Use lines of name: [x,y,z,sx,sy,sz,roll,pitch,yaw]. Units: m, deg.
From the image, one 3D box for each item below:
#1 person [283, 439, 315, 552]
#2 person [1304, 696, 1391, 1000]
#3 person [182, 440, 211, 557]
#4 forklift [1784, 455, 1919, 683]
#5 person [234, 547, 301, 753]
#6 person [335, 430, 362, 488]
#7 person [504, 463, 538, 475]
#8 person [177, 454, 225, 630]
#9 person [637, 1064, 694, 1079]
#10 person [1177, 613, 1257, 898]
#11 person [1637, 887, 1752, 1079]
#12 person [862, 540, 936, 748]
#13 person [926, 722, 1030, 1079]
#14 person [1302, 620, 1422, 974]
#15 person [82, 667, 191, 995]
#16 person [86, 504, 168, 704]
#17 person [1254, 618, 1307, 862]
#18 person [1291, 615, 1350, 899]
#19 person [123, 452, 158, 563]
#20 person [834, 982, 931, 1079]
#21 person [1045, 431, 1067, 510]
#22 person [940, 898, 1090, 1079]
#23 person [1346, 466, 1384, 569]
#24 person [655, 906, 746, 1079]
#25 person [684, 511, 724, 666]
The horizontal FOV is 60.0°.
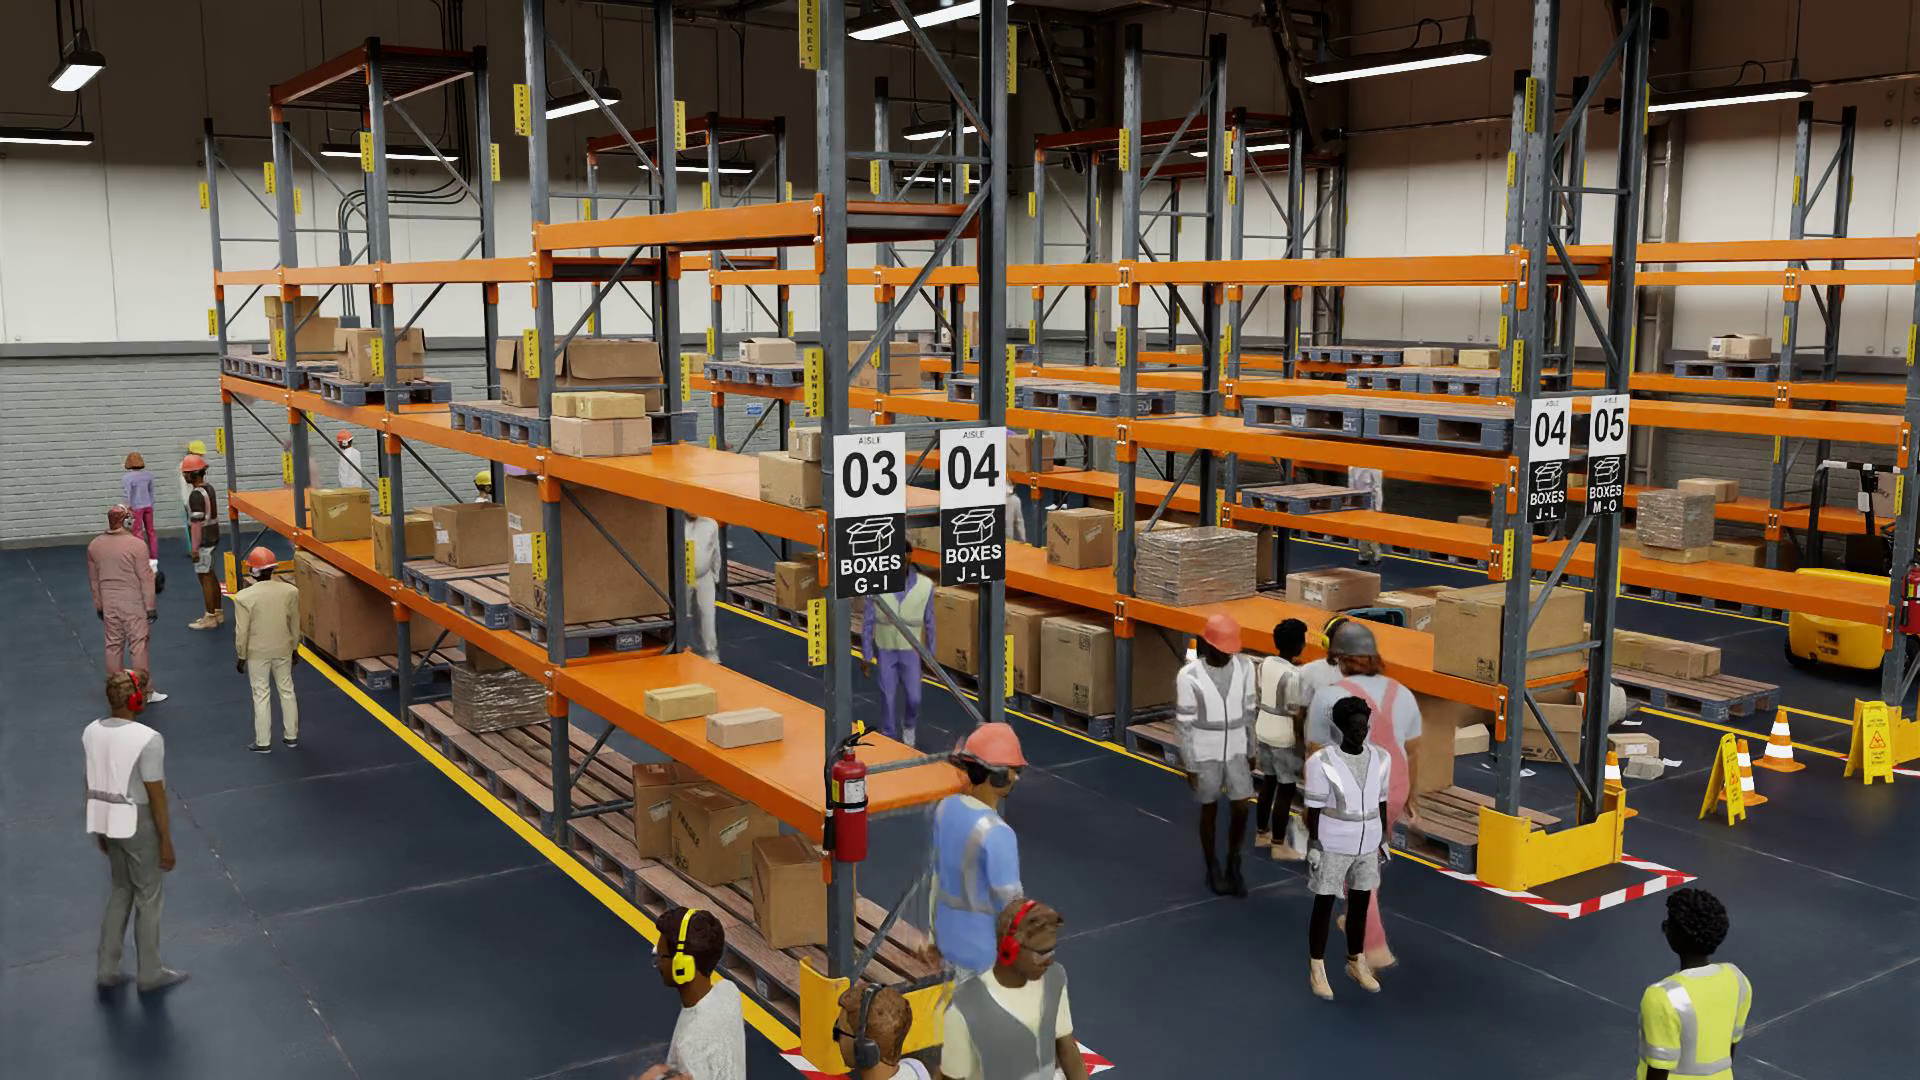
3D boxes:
person: [-9.128,-0.462,22.944,0.412,1.886,0.683,0,9,1]
person: [2.153,1.692,9.235,0.538,1.696,0.317,-3,9,-18]
person: [-11.108,-0.587,24.250,0.548,1.732,0.556,0,9,-1]
forklift: [9.643,0.253,17.172,2.313,2.155,1.214,-6,10,-33]
person: [-5.883,0.925,14.138,0.319,1.755,0.573,7,11,40]
person: [-9.552,-0.846,25.984,0.349,1.743,0.563,0,9,2]
person: [-6.135,-0.524,23.007,0.631,1.985,1.023,-3,9,-17]
person: [-8.778,0.026,19.226,0.400,2.039,0.611,-2,9,-10]
person: [-0.929,2.358,5.051,0.530,1.617,0.536,-4,9,-23]
person: [1.657,1.381,10.649,0.575,1.891,0.552,-2,9,-10]
person: [2.725,2.138,6.268,0.541,1.695,0.315,-5,10,-31]
person: [-0.511,0.908,13.791,0.620,1.898,0.494,-1,9,-7]
person: [0.202,1.808,7.460,0.970,1.994,0.645,-4,9,-23]
person: [2.380,1.456,9.666,0.702,2.000,0.879,-3,9,-20]
person: [-4.608,1.621,9.247,0.575,1.847,0.399,4,10,27]
person: [-7.884,0.609,15.748,0.640,1.910,0.401,2,9,13]
person: [2.215,1.368,11.431,0.319,1.687,0.538,-3,9,-18]
person: [2.438,1.365,11.012,0.538,1.833,0.845,-2,9,-14]
person: [-11.621,-0.427,23.552,0.279,1.634,0.497,4,9,22]
person: [-0.248,2.238,5.105,0.338,1.845,0.514,2,9,14]
person: [1.727,-1.465,29.691,0.309,1.868,0.535,7,11,39]
person: [0.253,2.149,5.874,0.954,1.790,0.567,7,11,38]
person: [5.671,-0.487,23.419,0.481,1.804,0.608,-5,10,-32]
person: [-0.870,2.146,5.644,0.310,1.868,0.532,1,9,5]
person: [-2.737,0.428,17.072,0.681,1.860,0.949,-4,9,-23]
